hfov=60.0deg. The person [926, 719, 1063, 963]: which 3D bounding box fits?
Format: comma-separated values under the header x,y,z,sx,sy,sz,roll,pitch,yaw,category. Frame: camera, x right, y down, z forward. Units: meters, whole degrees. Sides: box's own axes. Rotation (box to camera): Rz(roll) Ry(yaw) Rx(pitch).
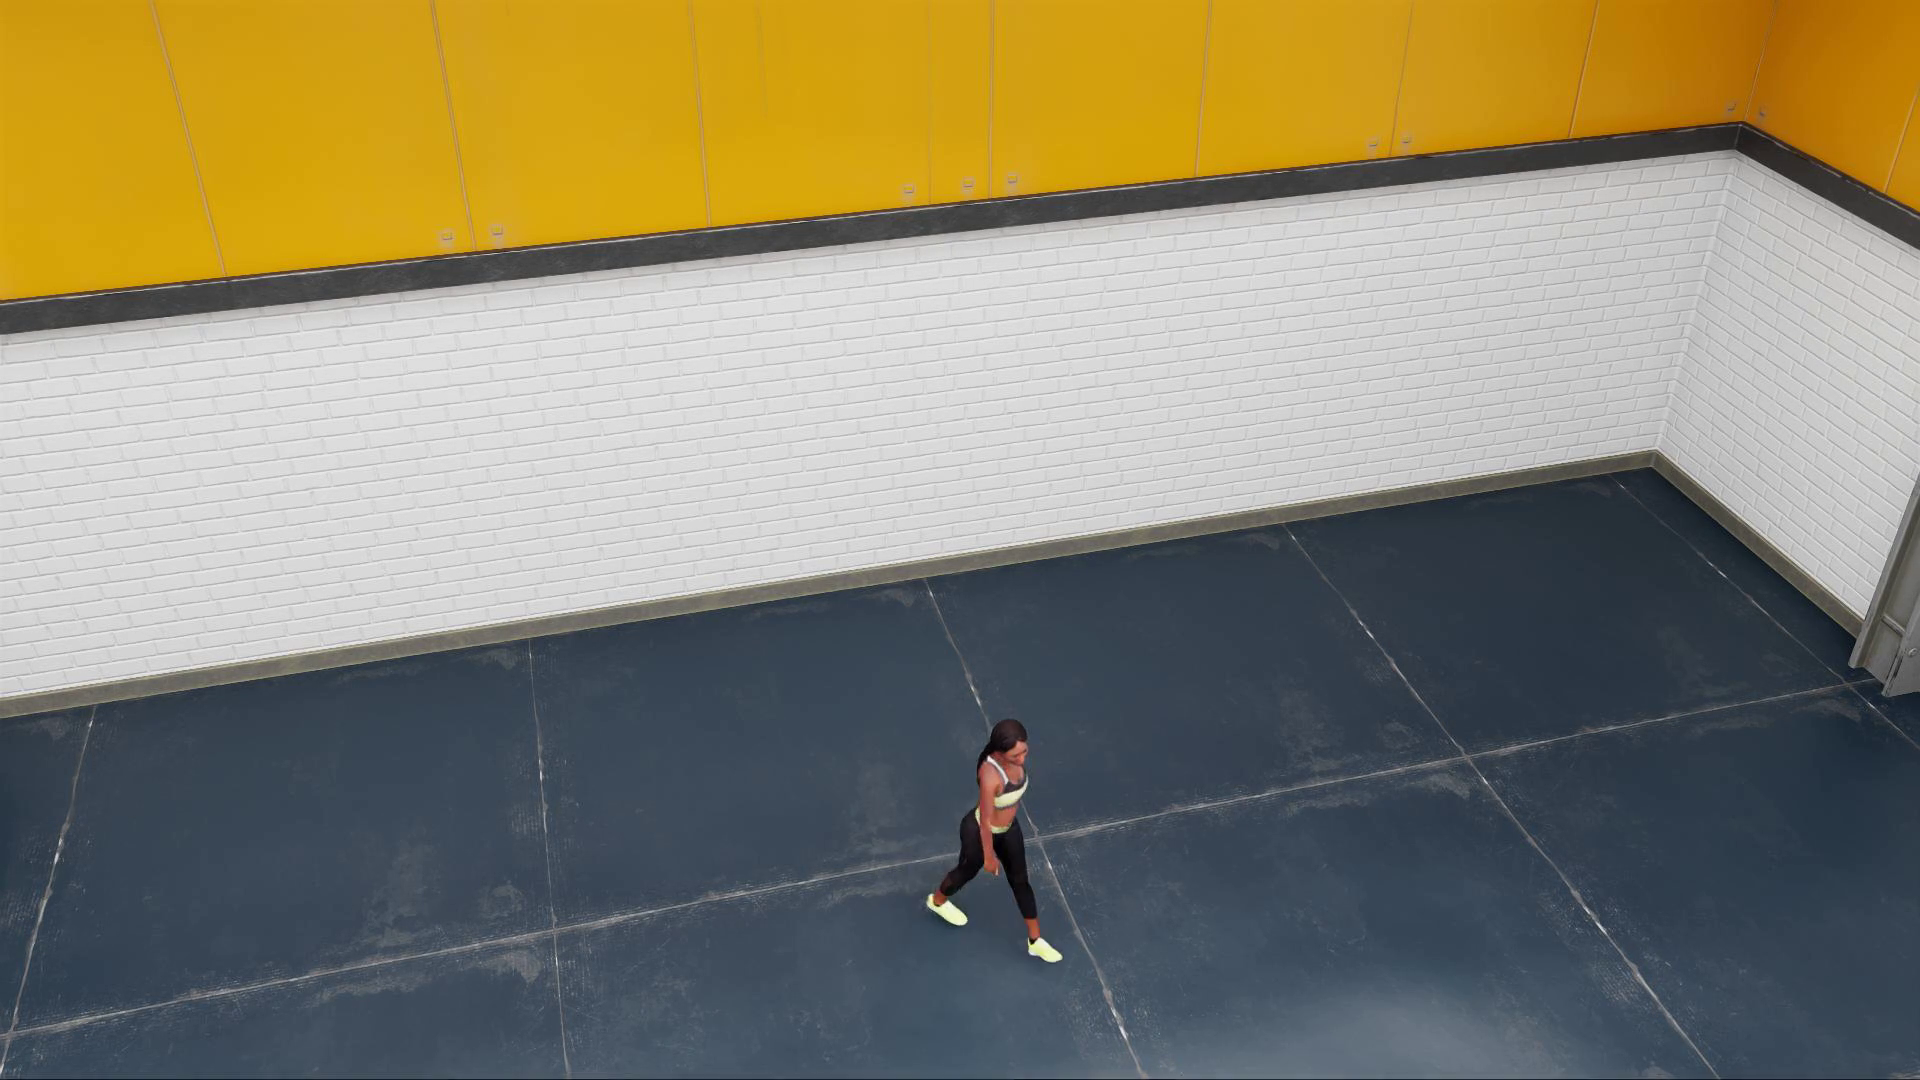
x,y,z,sx,sy,sz,roll,pitch,yaw,category
0.094,1.609,9.352,1.201,1.706,1.056,19,38,26,person
